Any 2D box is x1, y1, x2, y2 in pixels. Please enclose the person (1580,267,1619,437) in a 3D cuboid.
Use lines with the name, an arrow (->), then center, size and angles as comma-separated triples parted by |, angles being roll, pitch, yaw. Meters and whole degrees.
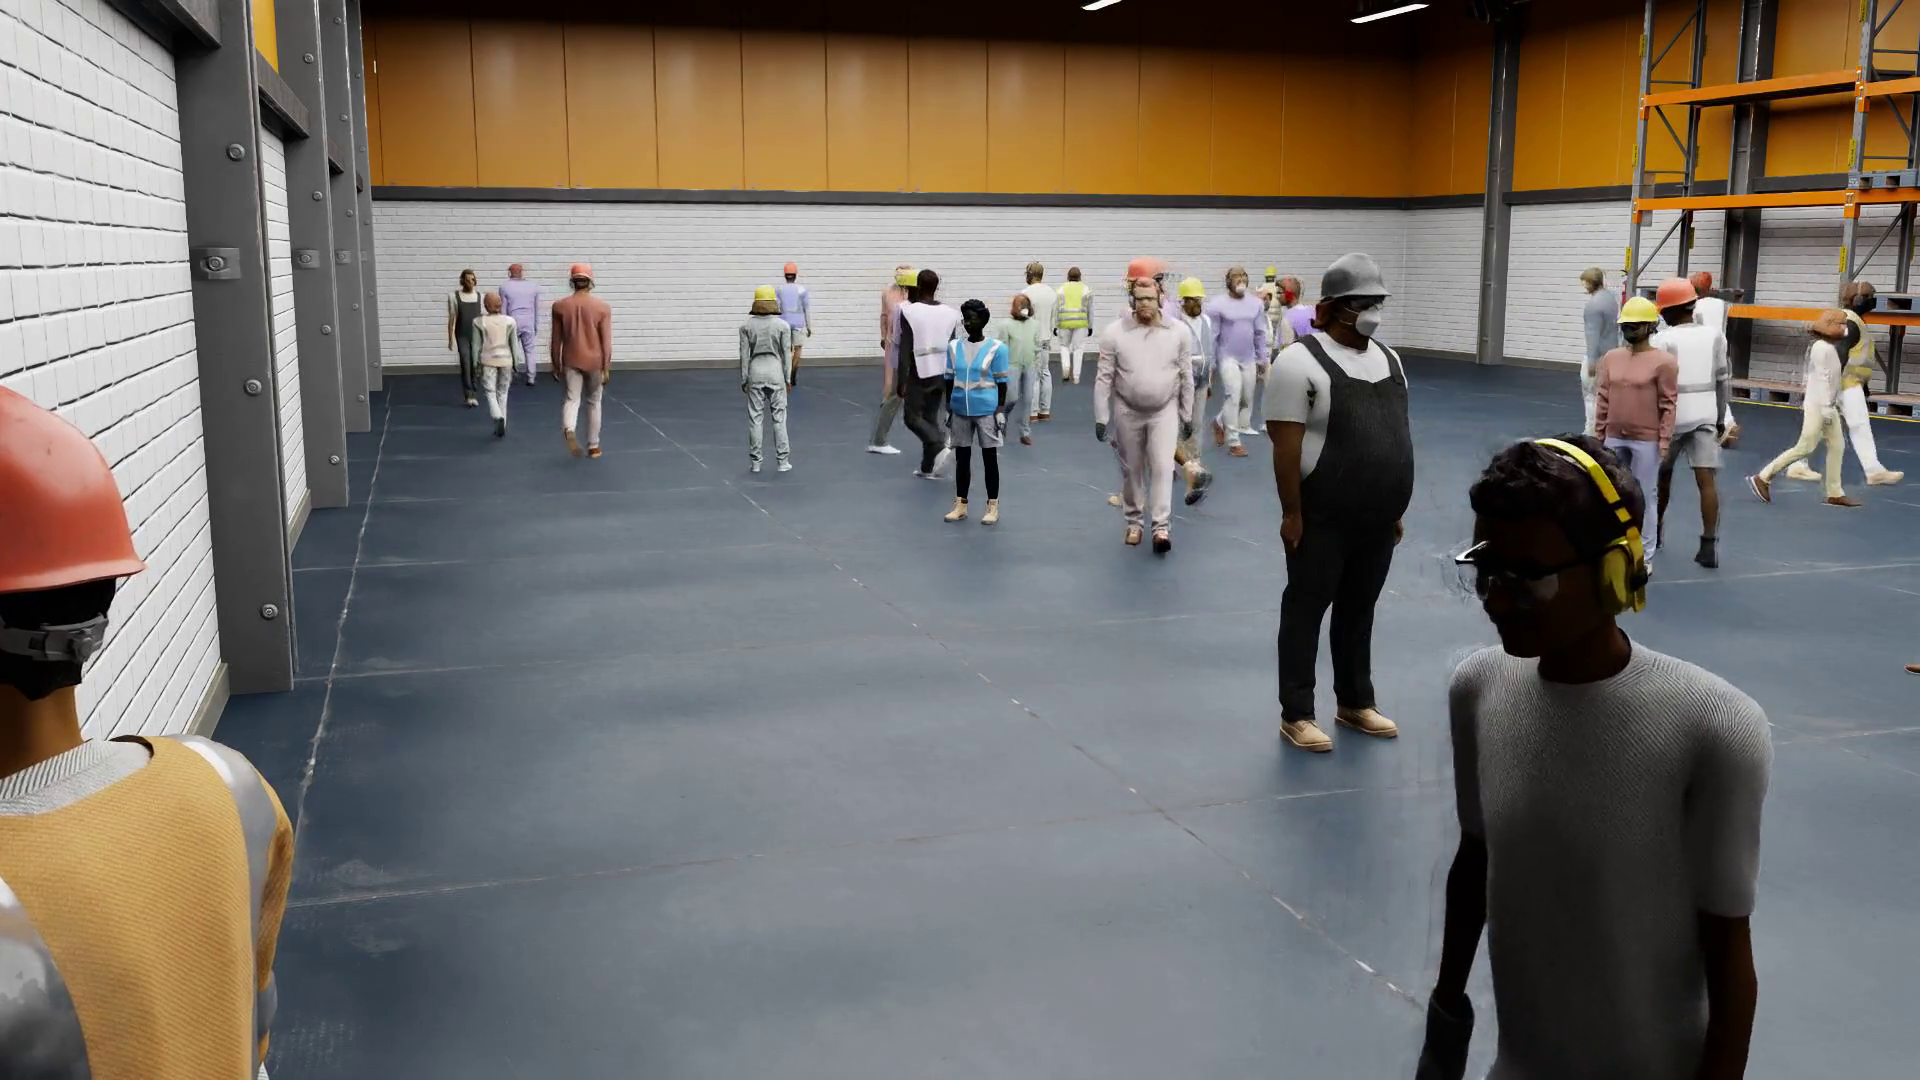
person -> 6.817, -1.922, 17.526 | 0.625, 1.900, 0.705 | 8, 13, 39

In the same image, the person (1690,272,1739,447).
person -> 7.879, -1.898, 17.537 | 0.586, 1.850, 0.894 | -2, 10, -12

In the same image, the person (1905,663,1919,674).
person -> 4.756, -0.224, 7.771 | 0.332, 1.874, 0.520 | 2, 10, 9

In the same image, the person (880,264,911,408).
person -> -0.766, -2.656, 21.783 | 0.678, 1.884, 0.738 | 2, 10, 12

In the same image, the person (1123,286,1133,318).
person -> 2.192, -2.269, 19.967 | 0.716, 1.735, 0.542 | 8, 12, 38

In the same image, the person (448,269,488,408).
person -> -6.462, -2.657, 21.998 | 0.536, 1.815, 0.850 | -6, 11, -30

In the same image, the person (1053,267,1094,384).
person -> 1.779, -3.360, 26.058 | 0.650, 1.822, 0.517 | 1, 10, 3

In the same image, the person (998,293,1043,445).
person -> 0.620, -1.831, 17.790 | 0.512, 1.617, 0.438 | -4, 11, -23

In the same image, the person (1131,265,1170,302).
person -> 2.590, -2.675, 21.952 | 0.680, 1.869, 0.890 | -7, 12, -33

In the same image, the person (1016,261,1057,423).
person -> 0.902, -2.372, 20.008 | 0.359, 1.938, 0.635 | 8, 13, 39

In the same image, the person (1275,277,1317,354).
person -> 3.074, -1.511, 15.360 | 0.481, 1.818, 0.599 | 6, 11, 30

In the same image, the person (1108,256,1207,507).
person -> 1.545, -1.222, 13.113 | 0.789, 2.024, 0.615 | 9, 13, 42

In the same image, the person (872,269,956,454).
person -> -0.448, -1.783, 16.787 | 1.000, 1.869, 0.598 | 2, 10, 12

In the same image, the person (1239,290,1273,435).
person -> 3.386, -1.961, 18.532 | 0.607, 1.616, 0.551 | 8, 12, 38

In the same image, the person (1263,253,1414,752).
person -> 1.617, -0.156, 6.885 | 0.683, 2.000, 0.538 | -6, 11, -31

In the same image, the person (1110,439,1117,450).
person -> 1.829, -1.603, 16.593 | 0.521, 1.581, 0.916 | -5, 11, -25

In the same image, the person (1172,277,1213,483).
person -> 2.039, -1.428, 14.860 | 0.600, 1.829, 0.404 | -6, 12, -33

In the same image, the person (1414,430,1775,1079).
person -> 0.802, 0.744, 2.353 | 0.541, 1.828, 0.720 | -6, 11, -31

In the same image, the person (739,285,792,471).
person -> -1.815, -1.509, 15.584 | 0.489, 1.741, 0.321 | 0, 10, 0

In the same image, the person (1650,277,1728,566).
person -> 4.857, -0.808, 11.121 | 0.654, 1.866, 1.000 | 0, 10, -2

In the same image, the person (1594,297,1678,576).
person -> 4.226, -0.637, 10.463 | 0.325, 1.769, 0.524 | -7, 12, -35

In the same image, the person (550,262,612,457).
person -> -3.734, -1.748, 16.356 | 0.618, 1.965, 0.852 | -1, 10, -4

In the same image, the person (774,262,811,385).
person -> -2.614, -3.354, 25.800 | 0.550, 1.916, 0.878 | 0, 10, 2

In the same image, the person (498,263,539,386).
person -> -6.800, -3.304, 25.573 | 0.673, 1.893, 0.583 | -6, 11, -31

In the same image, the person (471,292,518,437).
person -> -5.124, -1.932, 18.394 | 0.521, 1.620, 0.677 | -6, 11, -30

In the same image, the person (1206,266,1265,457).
person -> 2.764, -1.832, 16.945 | 0.630, 1.919, 0.797 | -4, 11, -21

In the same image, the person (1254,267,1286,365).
person -> 5.611, -4.059, 30.206 | 0.598, 1.803, 0.895 | 0, 10, -2

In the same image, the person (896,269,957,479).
person -> -0.265, -1.464, 14.873 | 0.607, 1.896, 0.594 | -8, 12, -37

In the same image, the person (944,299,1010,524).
person -> 0.114, -0.965, 12.566 | 0.537, 1.696, 0.318 | 5, 11, 24

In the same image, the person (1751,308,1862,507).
person -> 6.888, -1.071, 13.440 | 0.757, 1.605, 0.504 | 8, 12, 37

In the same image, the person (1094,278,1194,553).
person -> 1.255, -0.841, 11.353 | 0.684, 1.861, 0.938 | 1, 10, 7

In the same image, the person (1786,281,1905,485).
person -> 7.897, -1.390, 14.775 | 0.946, 1.799, 0.632 | 5, 11, 24

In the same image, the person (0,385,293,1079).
person -> -0.826, 0.821, 1.527 | 0.362, 1.938, 0.545 | 1, 10, 6
